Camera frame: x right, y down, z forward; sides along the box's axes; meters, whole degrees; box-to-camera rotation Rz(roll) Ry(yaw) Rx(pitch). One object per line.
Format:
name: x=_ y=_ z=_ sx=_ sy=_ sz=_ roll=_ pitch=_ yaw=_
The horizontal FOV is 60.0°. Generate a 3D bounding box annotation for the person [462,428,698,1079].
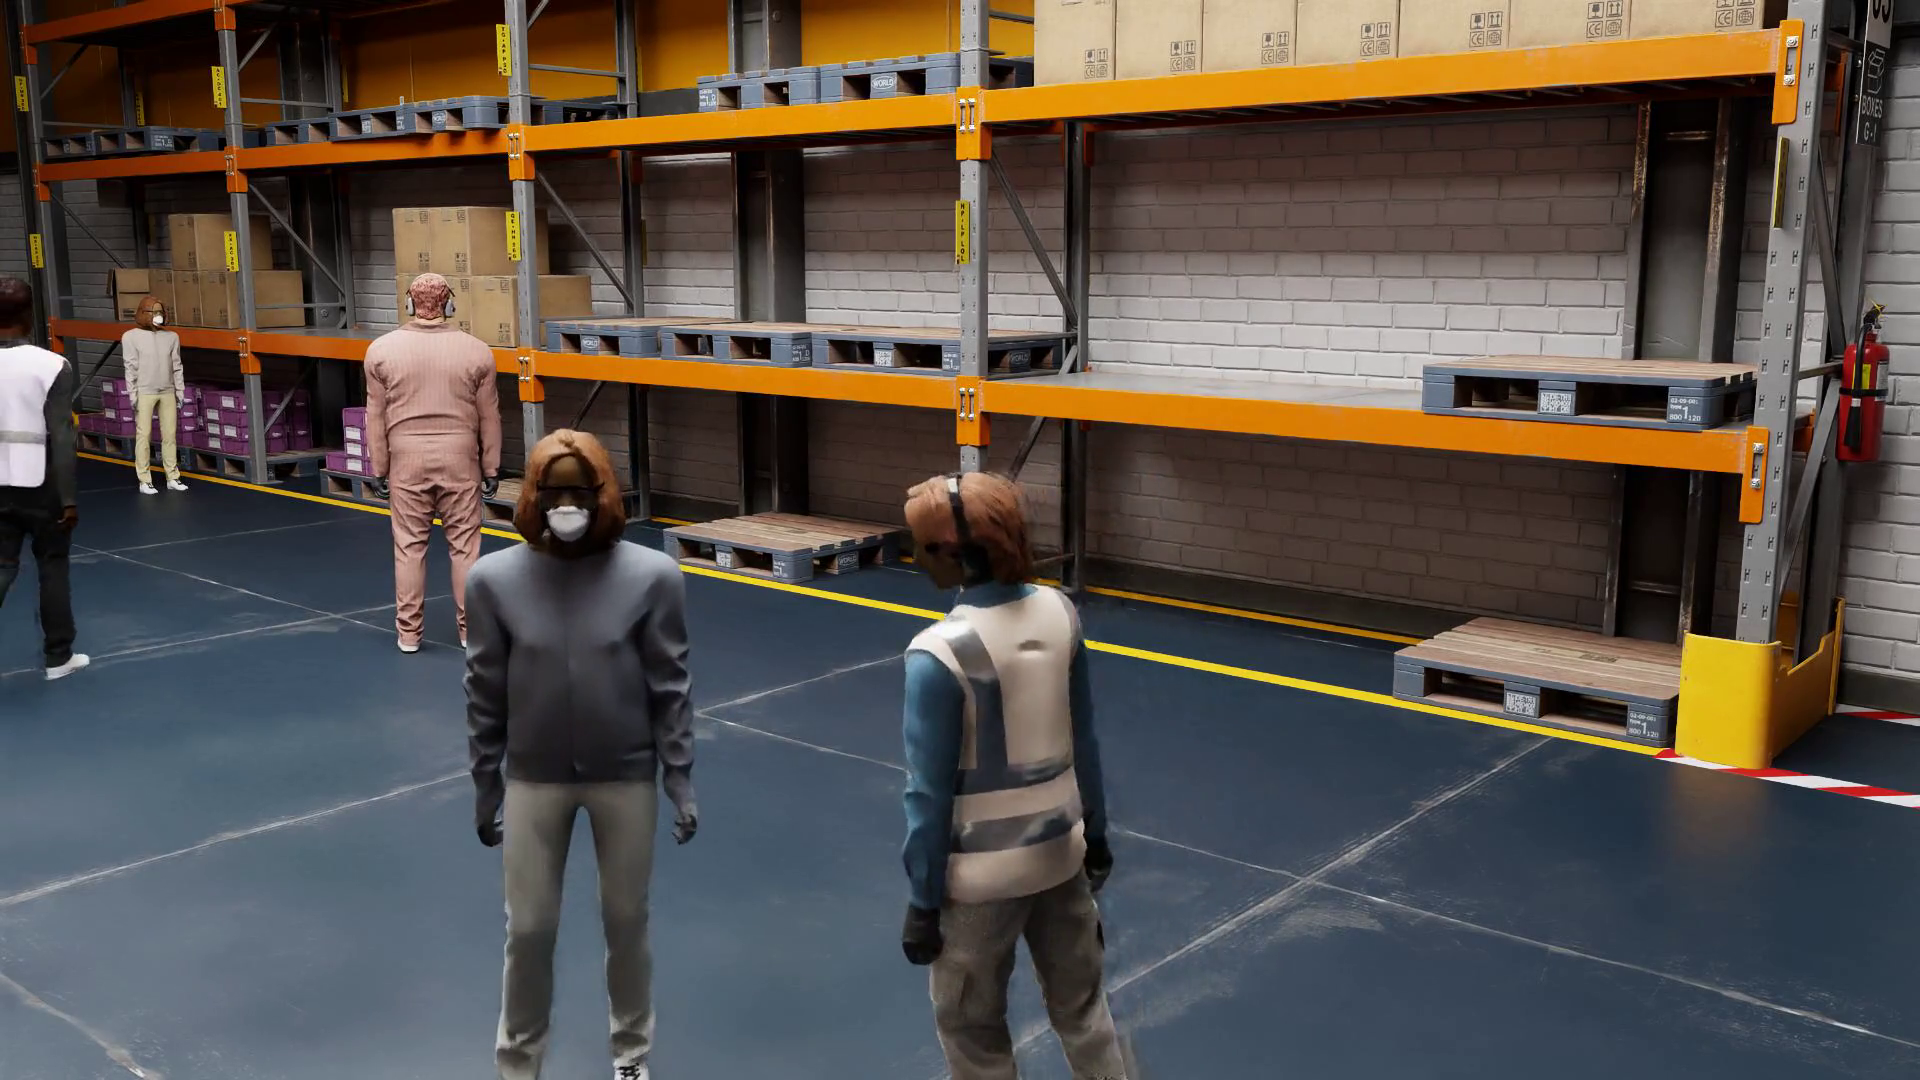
person: x=-0.862 y=0.558 z=3.788 sx=0.509 sy=1.634 sz=0.309 roll=-2 pitch=10 yaw=-9

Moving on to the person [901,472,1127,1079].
person: x=0.152 y=0.653 z=3.334 sx=0.393 sy=1.602 sz=0.673 roll=9 pitch=13 yaw=41

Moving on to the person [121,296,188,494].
person: x=-6.662 y=-1.197 z=13.779 sx=0.276 sy=1.629 sz=0.497 roll=7 pitch=12 yaw=35

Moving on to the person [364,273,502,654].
person: x=-2.630 y=-0.378 z=8.356 sx=0.647 sy=1.901 sz=0.402 roll=-3 pitch=10 yaw=-16

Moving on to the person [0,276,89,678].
person: x=-4.322 y=-0.244 z=7.581 sx=0.601 sy=1.899 sz=0.774 roll=0 pitch=10 yaw=-1
